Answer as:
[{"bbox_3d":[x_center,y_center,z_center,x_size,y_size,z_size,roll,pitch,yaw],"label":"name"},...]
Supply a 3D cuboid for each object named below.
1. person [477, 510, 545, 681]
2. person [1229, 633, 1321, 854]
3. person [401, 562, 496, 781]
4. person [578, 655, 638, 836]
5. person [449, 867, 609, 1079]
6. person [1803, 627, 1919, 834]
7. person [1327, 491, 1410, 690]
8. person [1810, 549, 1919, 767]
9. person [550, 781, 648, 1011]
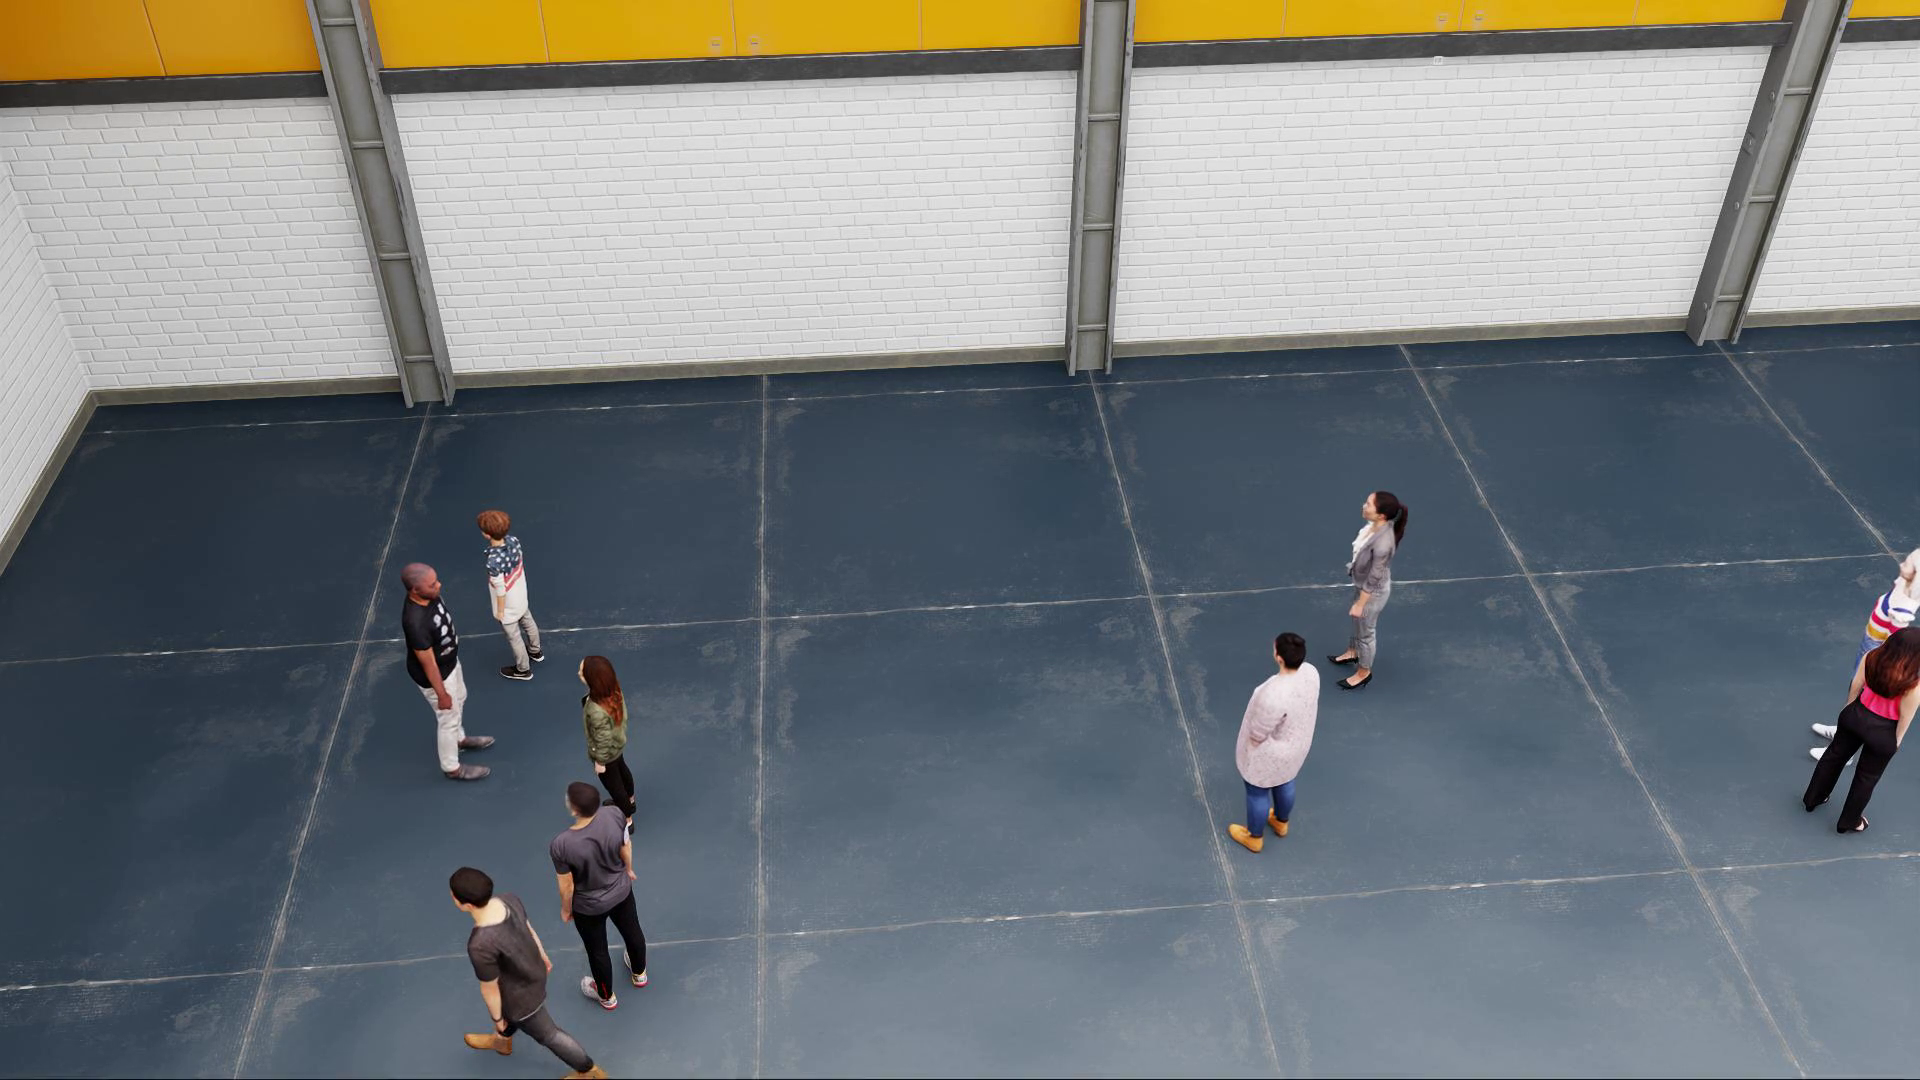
[{"bbox_3d":[-3.205,0.372,11.819,0.568,1.439,0.576,9,40,11],"label":"person"},{"bbox_3d":[2.003,1.263,10.460,0.763,1.743,0.854,-27,46,-29],"label":"person"},{"bbox_3d":[-3.443,0.852,10.929,0.600,1.799,0.662,-5,39,-6],"label":"person"},{"bbox_3d":[-2.249,1.299,10.630,0.510,1.475,0.584,-1,39,-2],"label":"person"},{"bbox_3d":[-2.333,2.427,9.073,1.167,1.655,0.793,5,39,6],"label":"person"},{"bbox_3d":[5.820,1.195,10.611,0.647,1.660,0.654,-19,42,-22],"label":"person"},{"bbox_3d":[2.888,0.355,11.651,0.662,1.676,0.685,7,39,8],"label":"person"},{"bbox_3d":[6.095,0.773,11.021,0.729,1.808,0.723,19,42,22],"label":"person"},{"bbox_3d":[-2.056,2.014,9.502,0.688,1.765,0.783,-29,47,-31],"label":"person"}]
